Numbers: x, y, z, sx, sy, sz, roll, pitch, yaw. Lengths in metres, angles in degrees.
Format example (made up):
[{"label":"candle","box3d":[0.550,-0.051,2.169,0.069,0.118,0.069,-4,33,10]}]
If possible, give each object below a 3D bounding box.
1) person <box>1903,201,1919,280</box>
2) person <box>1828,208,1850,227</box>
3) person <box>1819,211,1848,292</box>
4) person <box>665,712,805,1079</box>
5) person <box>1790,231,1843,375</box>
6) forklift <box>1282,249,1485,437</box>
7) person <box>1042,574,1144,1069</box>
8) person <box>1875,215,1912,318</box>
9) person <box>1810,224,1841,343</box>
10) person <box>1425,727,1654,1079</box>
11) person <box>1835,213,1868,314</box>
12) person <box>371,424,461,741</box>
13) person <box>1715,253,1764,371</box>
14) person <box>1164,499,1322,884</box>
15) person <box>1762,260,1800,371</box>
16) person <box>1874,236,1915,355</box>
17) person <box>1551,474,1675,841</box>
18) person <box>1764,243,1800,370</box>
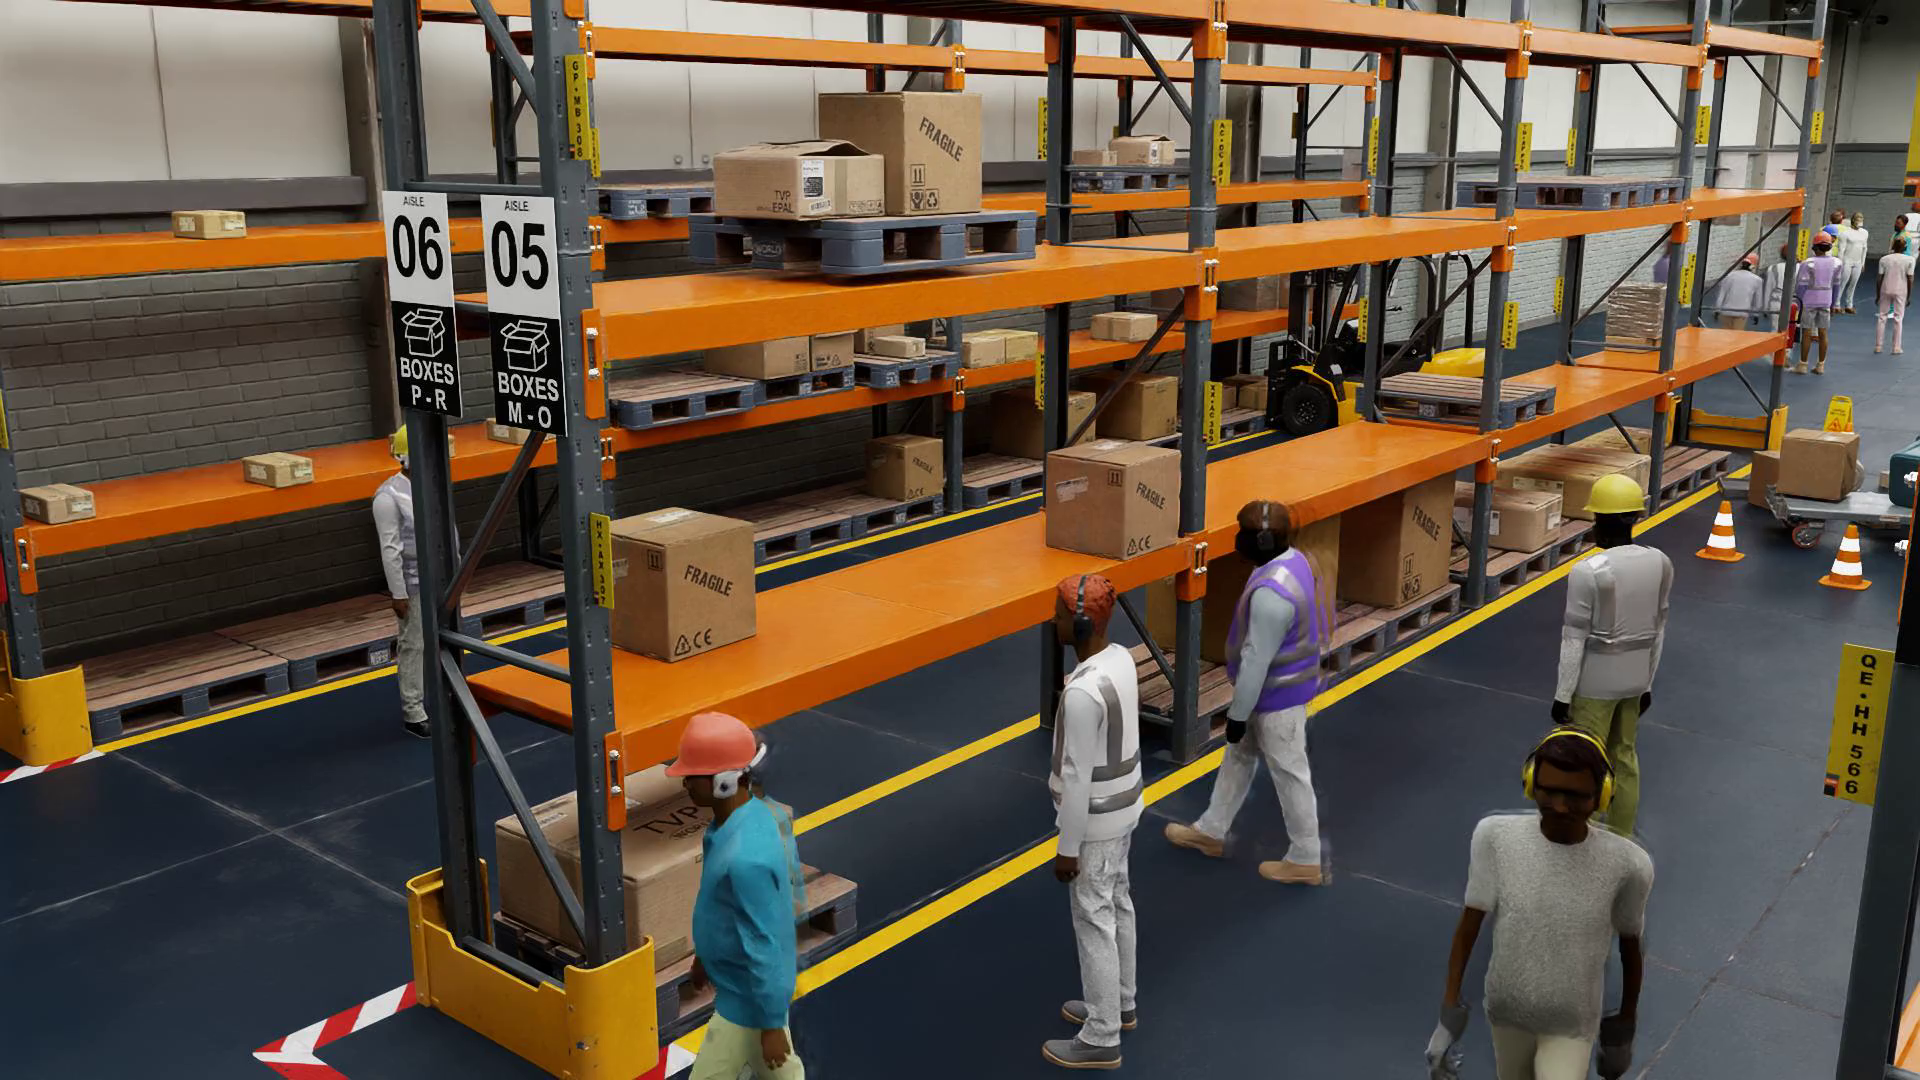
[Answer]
[{"label":"person","box3d":[22.224,-6.987,38.904,0.581,1.860,0.807,12,18,40]},{"label":"person","box3d":[21.529,-7.334,40.802,0.504,1.613,0.638,8,16,28]},{"label":"person","box3d":[17.836,-5.787,34.033,0.573,1.844,0.376,5,15,21]},{"label":"person","box3d":[-0.757,1.363,5.156,0.744,1.721,0.592,-2,14,-9]},{"label":"person","box3d":[12.264,-3.388,23.857,0.605,2.045,0.378,0,14,0]},{"label":"forklift","box3d":[4.886,-2.214,18.767,2.313,2.155,1.214,11,18,38]},{"label":"person","box3d":[0.501,1.036,6.205,0.352,1.876,0.568,5,15,18]},{"label":"person","box3d":[17.577,-5.128,31.195,0.384,1.921,0.596,1,14,5]},{"label":"person","box3d":[14.258,-4.239,27.525,0.396,1.943,0.614,3,14,10]},{"label":"person","box3d":[1.640,1.416,4.766,0.519,1.820,0.977,9,16,32]},{"label":"person","box3d":[17.032,-5.281,31.816,0.623,1.932,0.370,-4,14,-16]},{"label":"person","box3d":[-3.081,0.224,9.588,0.403,1.833,0.586,4,14,16]},{"label":"person","box3d":[11.412,-3.343,24.376,0.587,1.697,0.637,9,16,32]},{"label":"person","box3d":[1.321,0.699,7.695,0.871,1.805,0.655,4,14,16]},{"label":"person","box3d":[12.120,-3.419,24.379,0.581,1.854,0.563,-12,18,-40]},{"label":"person","box3d":[14.625,-3.827,26.055,0.506,1.847,0.345,12,18,39]},{"label":"person","box3d":[2.982,0.644,7.707,0.580,1.918,0.391,-6,15,-24]},{"label":"person","box3d":[12.057,-3.403,24.297,0.577,1.863,0.420,8,16,29]}]
